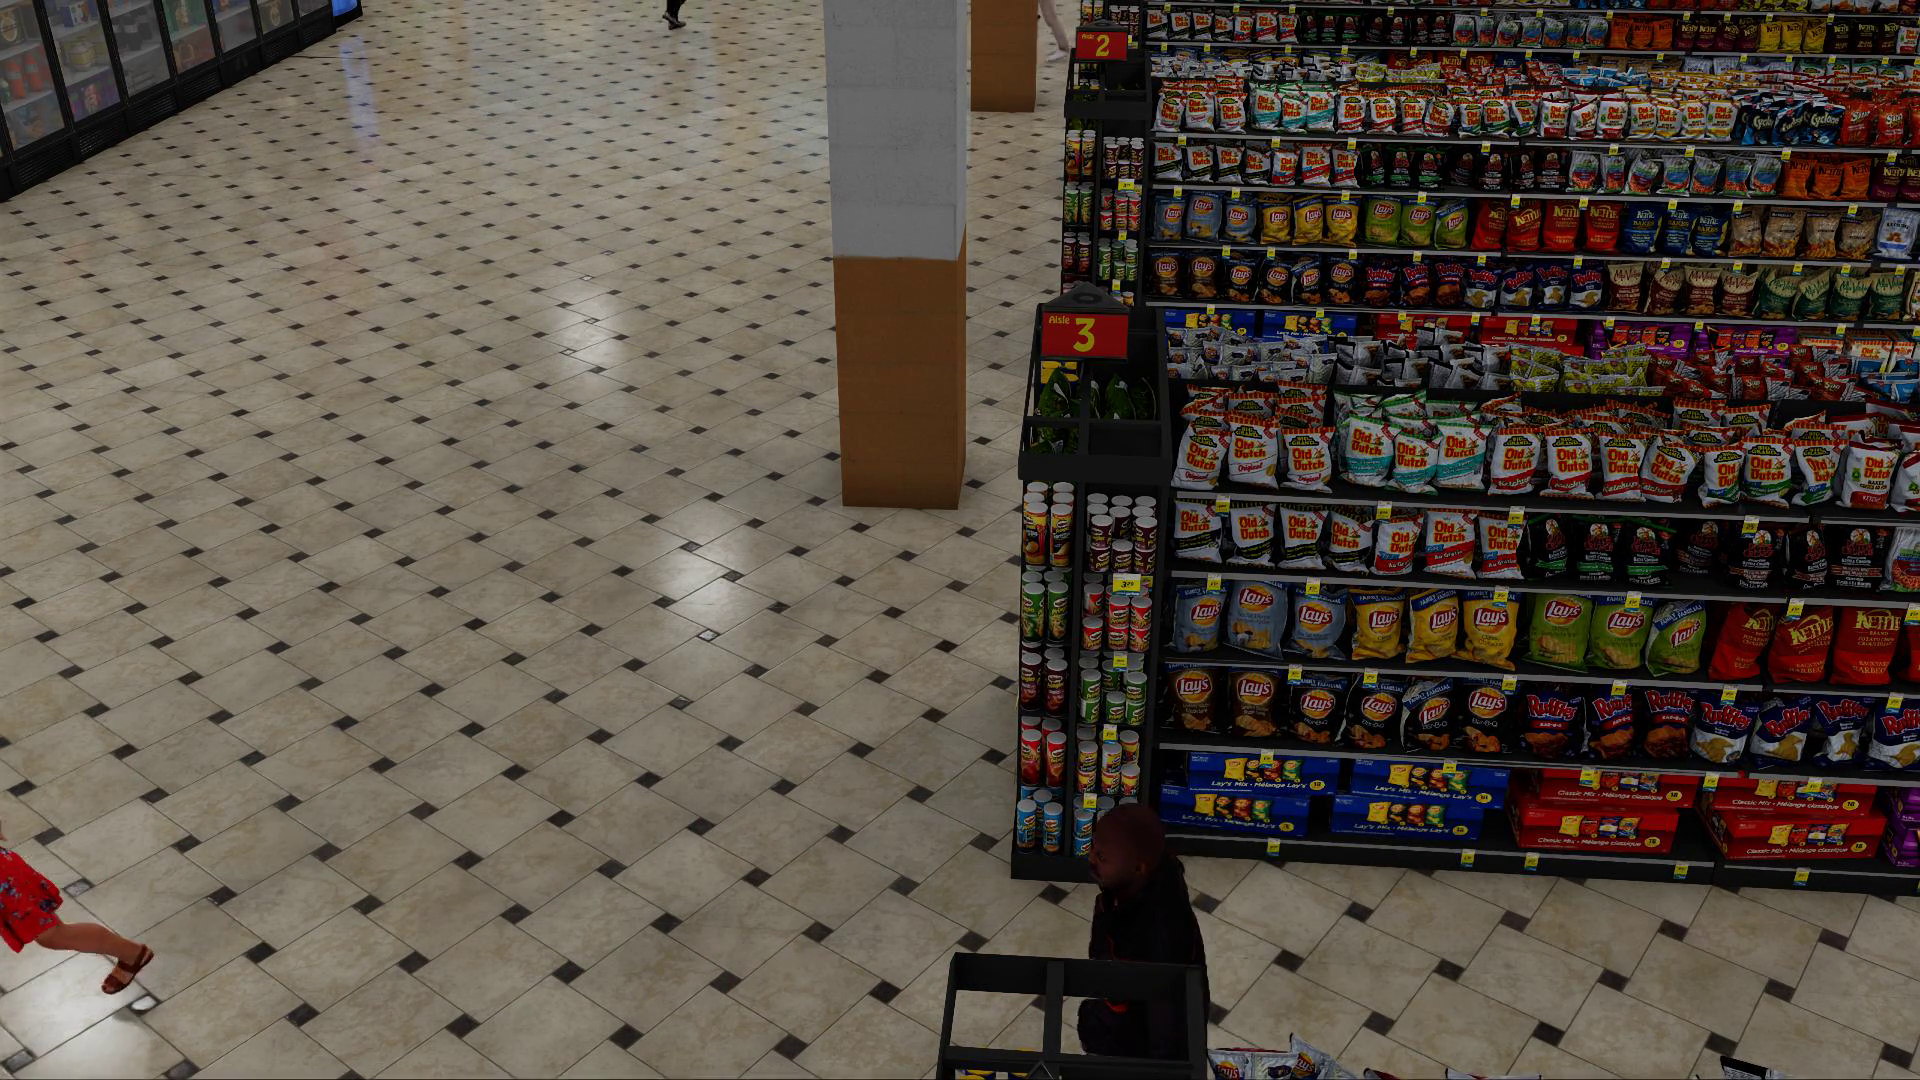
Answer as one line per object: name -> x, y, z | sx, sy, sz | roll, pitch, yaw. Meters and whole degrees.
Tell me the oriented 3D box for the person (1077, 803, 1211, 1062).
person -> 0.641, 1.525, 4.929 | 0.778, 1.804, 0.783 | -4, 29, -8
